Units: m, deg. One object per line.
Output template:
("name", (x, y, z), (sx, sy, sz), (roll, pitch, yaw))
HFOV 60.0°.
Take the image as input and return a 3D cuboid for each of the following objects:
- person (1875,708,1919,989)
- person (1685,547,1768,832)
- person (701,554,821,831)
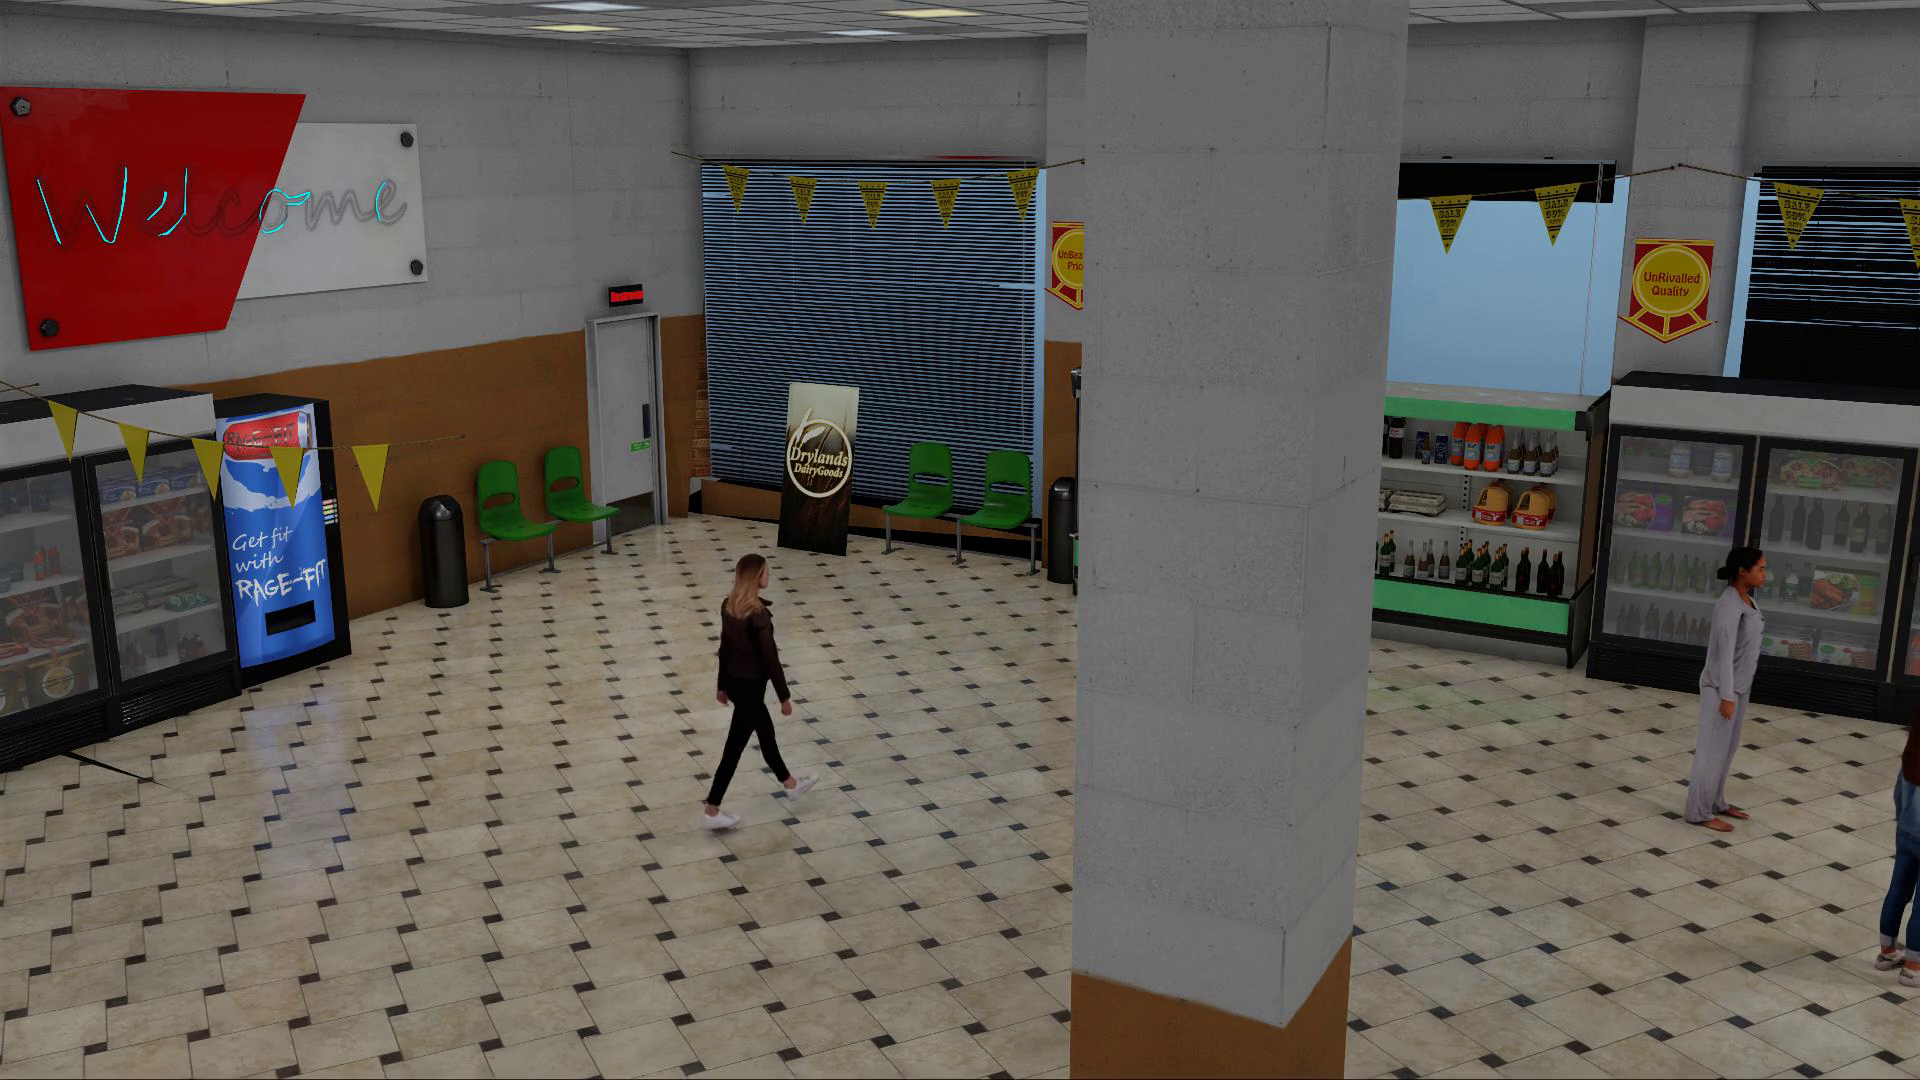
("person", (4.755, 1.471, 8.203), (0.678, 1.475, 0.642), (-2, 14, -8))
("person", (4.646, 0.879, 10.095), (0.595, 1.735, 0.652), (10, 17, 37))
("person", (-1.352, 0.950, 9.979), (0.994, 1.651, 1.127), (-10, 17, -34))
